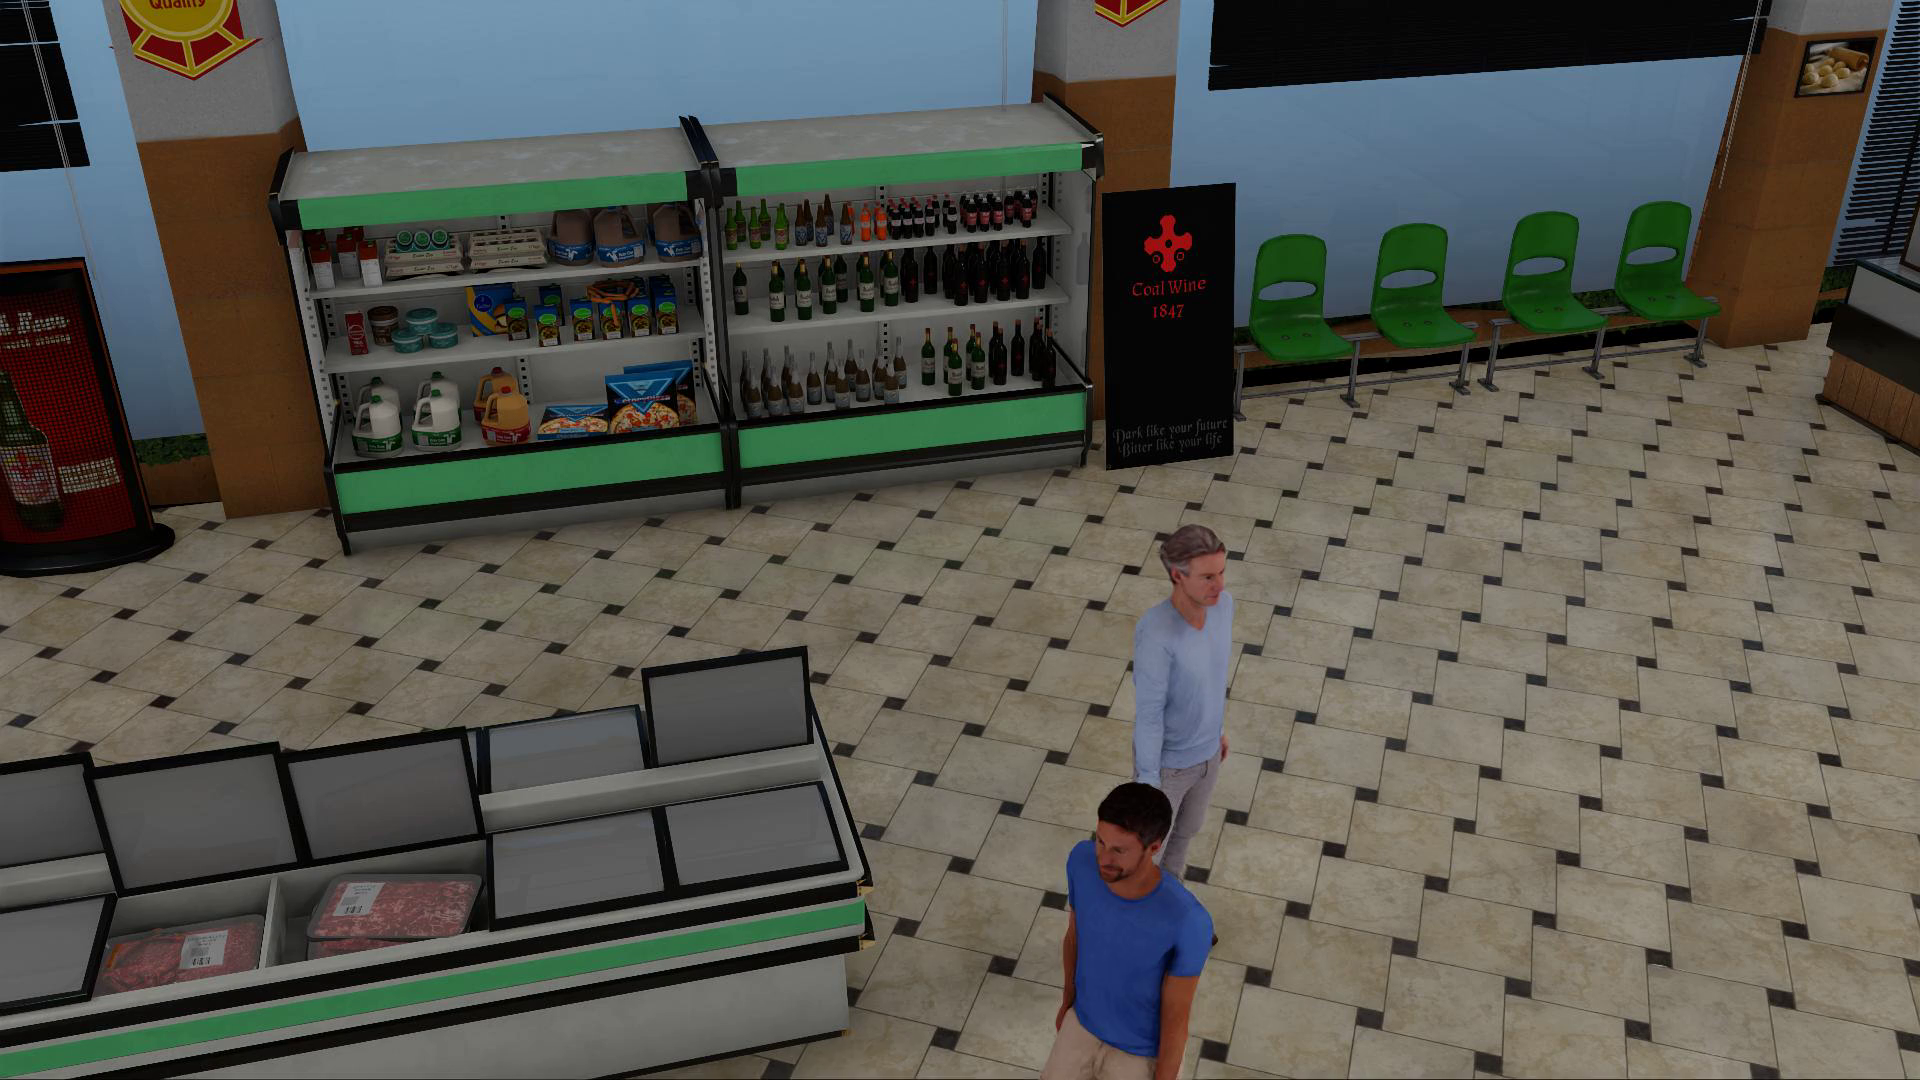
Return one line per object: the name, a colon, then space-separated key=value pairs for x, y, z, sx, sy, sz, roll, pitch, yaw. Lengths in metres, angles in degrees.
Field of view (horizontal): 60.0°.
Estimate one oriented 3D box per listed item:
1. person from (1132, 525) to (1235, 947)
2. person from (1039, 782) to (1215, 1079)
person: x=0.793 y=0.865 z=6.175 sx=0.811 sy=1.696 sz=0.689 roll=25 pitch=37 yaw=38
person: x=0.537 y=1.432 z=4.971 sx=0.792 sy=1.855 sz=0.835 roll=23 pitch=36 yaw=35
